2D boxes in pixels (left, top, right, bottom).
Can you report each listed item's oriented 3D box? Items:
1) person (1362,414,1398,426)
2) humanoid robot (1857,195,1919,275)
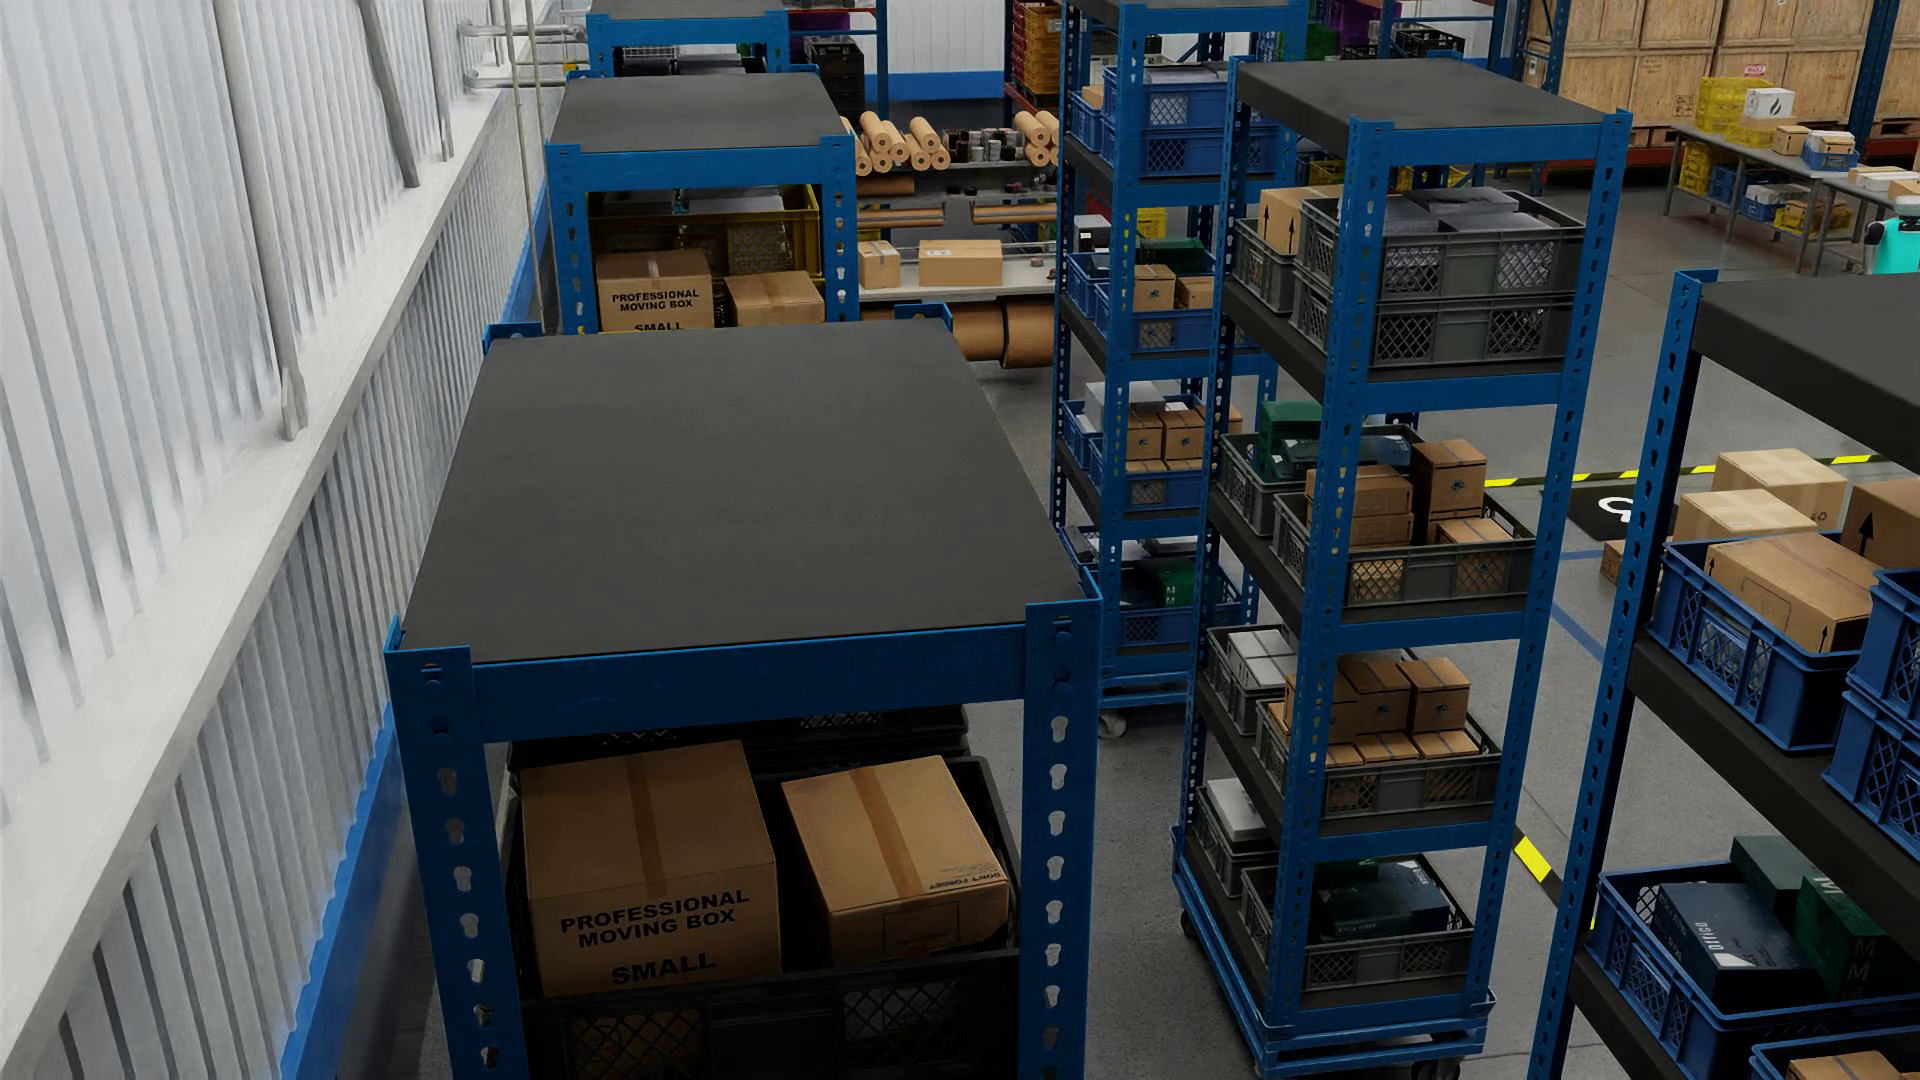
[{"bbox_3d":[1.960,0.200,7.970,0.597,1.850,0.396,-3,25,-6],"label":"person"},{"bbox_3d":[6.648,-1.543,11.735,0.533,1.676,0.735,1,25,2],"label":"humanoid robot"}]
